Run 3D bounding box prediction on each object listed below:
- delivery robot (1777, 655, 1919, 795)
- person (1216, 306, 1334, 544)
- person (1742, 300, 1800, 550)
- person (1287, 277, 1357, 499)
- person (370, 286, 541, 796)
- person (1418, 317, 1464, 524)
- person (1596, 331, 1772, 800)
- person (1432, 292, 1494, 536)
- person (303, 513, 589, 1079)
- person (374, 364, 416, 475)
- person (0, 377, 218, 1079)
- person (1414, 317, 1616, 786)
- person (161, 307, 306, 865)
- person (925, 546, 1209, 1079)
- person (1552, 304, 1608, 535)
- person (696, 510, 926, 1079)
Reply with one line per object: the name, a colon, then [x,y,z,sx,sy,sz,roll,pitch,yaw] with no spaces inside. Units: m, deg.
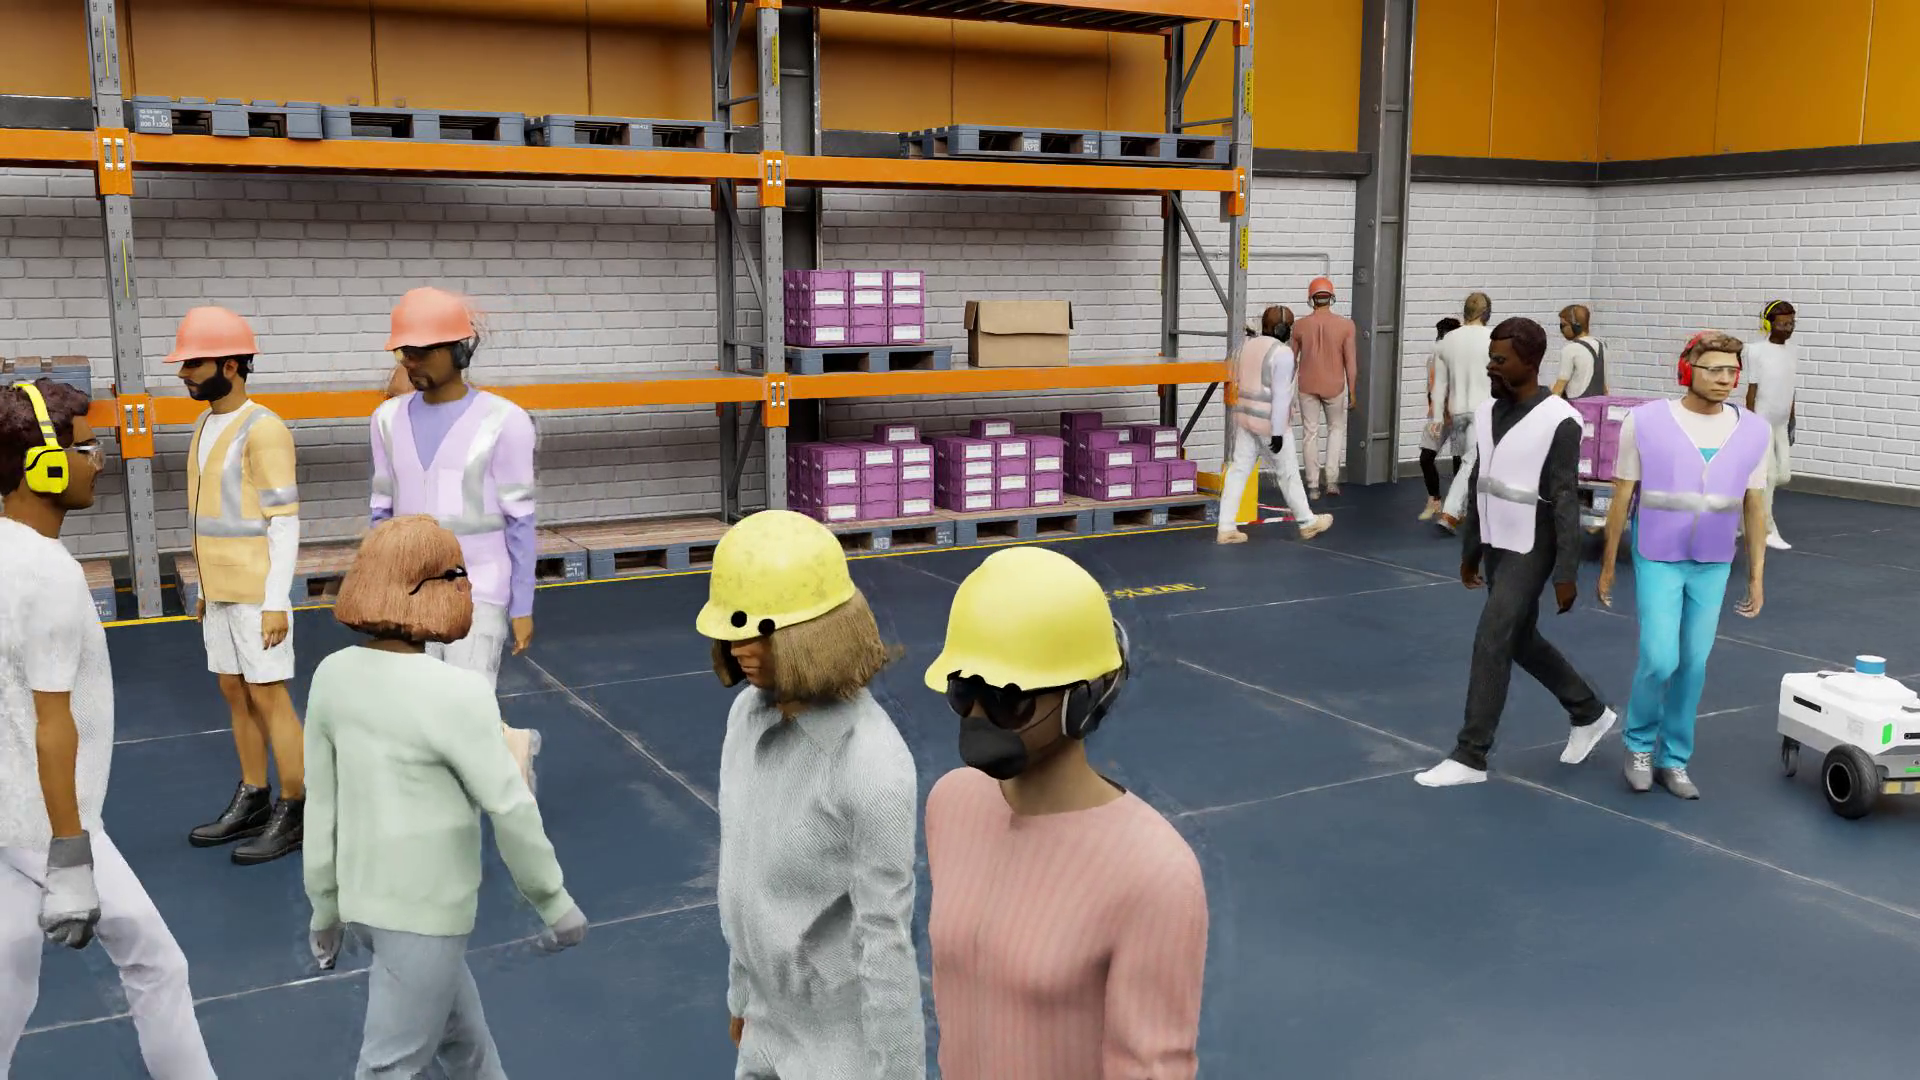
delivery robot: [3.528,0.694,6.479,0.477,0.478,0.707,-1,9,-6]
person: [2.355,-0.861,12.512,0.999,1.776,0.659,-5,10,-27]
person: [5.950,-0.858,12.334,0.533,1.838,0.556,-4,10,-24]
person: [3.238,-1.371,14.996,0.648,1.982,0.581,2,10,12]
person: [-1.691,0.143,5.699,0.612,2.019,0.780,3,10,17]
person: [3.913,-0.933,13.286,0.474,1.672,0.522,-8,12,-39]
person: [2.805,0.107,6.452,0.601,1.828,0.456,0,9,0]
person: [3.974,-0.974,12.946,0.994,1.909,0.634,-8,13,-42]
person: [-1.039,0.737,3.364,0.498,1.588,0.863,8,12,39]
person: [-2.768,-0.142,8.702,0.510,1.594,0.815,7,12,38]
person: [-1.812,0.581,3.533,0.542,1.836,0.909,7,12,38]
person: [2.306,0.041,6.723,0.932,1.888,0.600,-2,10,-14]
person: [-2.530,0.161,5.808,0.553,1.935,0.361,8,12,40]
person: [0.103,0.862,2.200,0.885,1.723,0.530,-9,13,-43]
person: [4.818,-0.939,12.986,0.522,1.786,0.903,-8,12,-40]
person: [-0.155,0.781,2.727,0.593,1.713,0.526,-7,11,-35]
